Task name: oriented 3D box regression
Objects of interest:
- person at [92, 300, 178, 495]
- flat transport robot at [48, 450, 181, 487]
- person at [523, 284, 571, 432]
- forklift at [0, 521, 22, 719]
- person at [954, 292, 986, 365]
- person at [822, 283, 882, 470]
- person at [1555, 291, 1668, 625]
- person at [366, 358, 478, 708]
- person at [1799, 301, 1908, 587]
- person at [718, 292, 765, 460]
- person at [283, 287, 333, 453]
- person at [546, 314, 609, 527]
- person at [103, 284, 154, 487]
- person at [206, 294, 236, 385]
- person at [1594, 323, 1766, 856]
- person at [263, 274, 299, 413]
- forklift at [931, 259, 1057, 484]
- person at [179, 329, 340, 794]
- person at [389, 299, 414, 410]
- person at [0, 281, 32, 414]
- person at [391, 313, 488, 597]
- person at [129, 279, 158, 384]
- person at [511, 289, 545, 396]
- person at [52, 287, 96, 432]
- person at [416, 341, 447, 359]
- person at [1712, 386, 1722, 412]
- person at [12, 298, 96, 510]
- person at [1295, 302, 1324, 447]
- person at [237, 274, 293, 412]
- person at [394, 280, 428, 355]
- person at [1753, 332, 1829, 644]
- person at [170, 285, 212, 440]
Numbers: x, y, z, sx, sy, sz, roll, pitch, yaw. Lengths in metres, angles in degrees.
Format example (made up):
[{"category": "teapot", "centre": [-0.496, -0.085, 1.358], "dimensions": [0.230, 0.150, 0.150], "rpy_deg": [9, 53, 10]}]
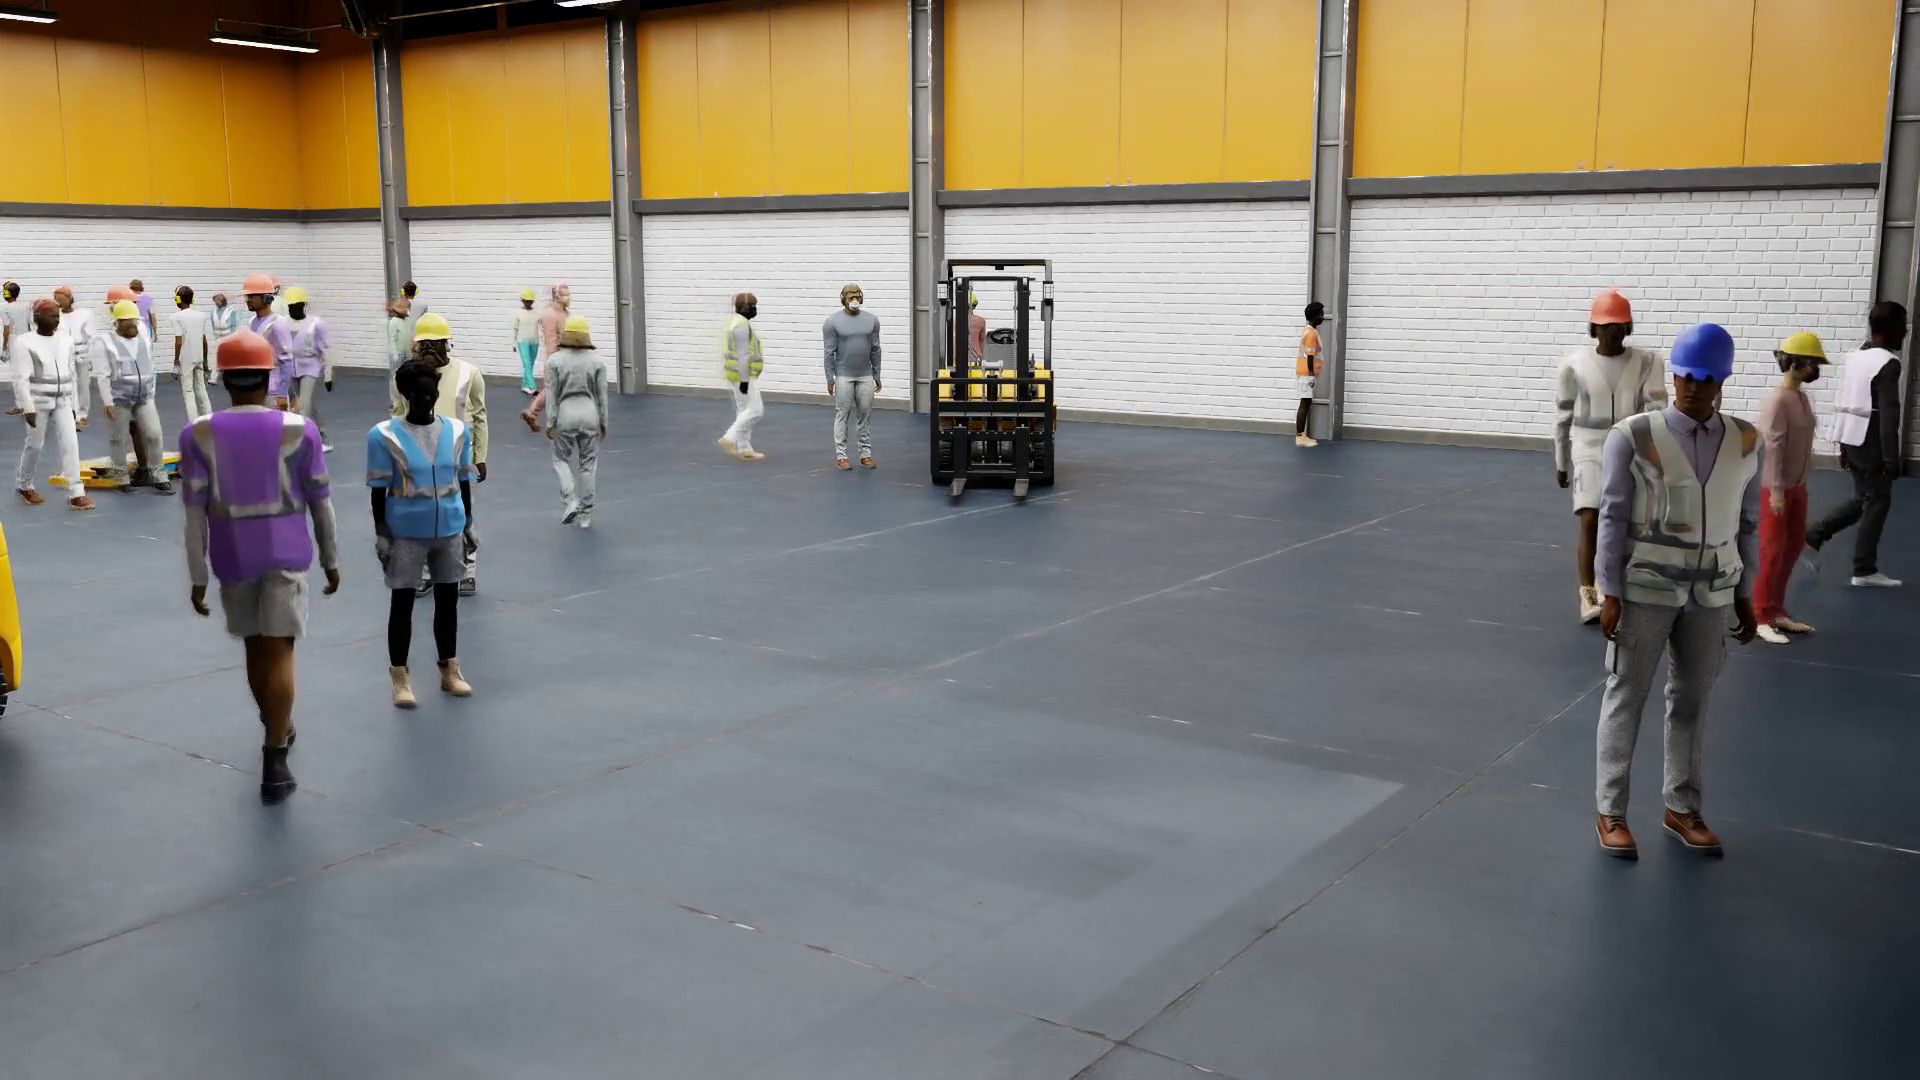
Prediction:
[{"category": "person", "centre": [-7.556, -1.285, 15.225], "dimensions": [0.766, 1.803, 0.600], "rpy_deg": [7, 12, 35]}, {"category": "flat transport robot", "centre": [-8.144, -0.712, 16.362], "dimensions": [0.652, 0.197, 1.431], "rpy_deg": [3, 10, 16]}, {"category": "person", "centre": [-5.070, -2.287, 20.950], "dimensions": [0.879, 1.877, 0.646], "rpy_deg": [2, 10, 14]}, {"category": "forklift", "centre": [-5.296, -0.090, 6.943], "dimensions": [1.214, 2.155, 2.313], "rpy_deg": [7, 12, 35]}, {"category": "person", "centre": [0.112, -2.363, 21.743], "dimensions": [0.533, 1.772, 0.296], "rpy_deg": [-8, 12, -38]}, {"category": "person", "centre": [-1.113, -1.689, 17.268], "dimensions": [0.630, 1.934, 0.363], "rpy_deg": [-4, 10, -24]}, {"category": "person", "centre": [3.912, -0.502, 10.054], "dimensions": [0.614, 1.985, 1.083], "rpy_deg": [2, 10, 12]}, {"category": "person", "centre": [-2.614, -0.041, 8.125], "dimensions": [0.540, 1.695, 0.317], "rpy_deg": [-8, 12, -40]}, {"category": "person", "centre": [5.972, -0.625, 11.013], "dimensions": [0.561, 1.899, 0.596], "rpy_deg": [2, 10, 9]}, {"category": "person", "centre": [-2.330, -1.753, 17.936], "dimensions": [0.438, 1.825, 0.638], "rpy_deg": [-2, 10, -13]}, {"category": "person", "centre": [-7.264, -1.831, 18.258], "dimensions": [0.592, 1.869, 1.031], "rpy_deg": [3, 10, 18]}, {"category": "person", "centre": [-3.103, -0.961, 13.487], "dimensions": [0.515, 1.730, 0.346], "rpy_deg": [-4, 10, -22]}, {"category": "person", "centre": [-7.960, -1.473, 15.942], "dimensions": [0.373, 1.934, 0.551], "rpy_deg": [-1, 10, -4]}, {"category": "person", "centre": [-12.860, -3.503, 29.095], "dimensions": [0.509, 1.584, 0.908], "rpy_deg": [1, 10, 8]}, {"category": "person", "centre": [2.604, 0.188, 6.038], "dimensions": [0.603, 1.942, 0.402], "rpy_deg": [0, 10, -3]}, {"category": "person", "centre": [-9.280, -2.616, 22.603], "dimensions": [0.519, 1.981, 0.640], "rpy_deg": [0, 10, 2]}, {"category": "forklift", "centre": [0.370, -1.738, 16.759], "dimensions": [1.214, 2.155, 2.313], "rpy_deg": [1, 10, 3]}, {"category": "person", "centre": [-2.910, 0.071, 6.932], "dimensions": [0.563, 1.883, 0.999], "rpy_deg": [-2, 10, -13]}, {"category": "person", "centre": [-7.973, -2.664, 23.975], "dimensions": [0.675, 1.605, 0.532], "rpy_deg": [3, 10, 16]}, {"category": "person", "centre": [-13.306, -2.699, 23.445], "dimensions": [0.328, 1.872, 0.514], "rpy_deg": [2, 10, 14]}, {"category": "person", "centre": [-3.349, -0.542, 10.706], "dimensions": [0.602, 1.830, 0.404], "rpy_deg": [-1, 10, -7]}, {"category": "person", "centre": [-14.266, -3.605, 28.936], "dimensions": [0.564, 1.840, 0.382], "rpy_deg": [-2, 10, -14]}, {"category": "person", "centre": [-6.911, -3.167, 26.714], "dimensions": [0.538, 1.697, 0.943], "rpy_deg": [-6, 11, -33]}, {"category": "person", "centre": [-11.362, -2.318, 21.302], "dimensions": [0.568, 1.835, 1.006], "rpy_deg": [-4, 11, -25]}, {"category": "person", "centre": [-4.033, -0.788, 12.766], "dimensions": [0.372, 1.625, 0.549], "rpy_deg": [-3, 10, -18]}, {"category": "person", "centre": [6.120, -0.942, 13.684], "dimensions": [0.283, 1.633, 0.497], "rpy_deg": [1, 10, 8]}, {"category": "person", "centre": [-7.998, -1.188, 14.532], "dimensions": [0.951, 1.843, 0.592], "rpy_deg": [5, 11, 29]}, {"category": "person", "centre": [4.073, -1.928, 19.395], "dimensions": [0.321, 1.691, 0.532], "rpy_deg": [2, 10, 10]}, {"category": "person", "centre": [-6.231, -1.357, 14.940], "dimensions": [0.614, 2.043, 0.374], "rpy_deg": [8, 12, 38]}, {"category": "person", "centre": [-8.198, -2.941, 24.886], "dimensions": [0.520, 1.873, 0.335], "rpy_deg": [-5, 11, -26]}, {"category": "person", "centre": [4.696, -0.290, 9.477], "dimensions": [0.563, 1.749, 0.313], "rpy_deg": [-9, 13, -42]}, {"category": "person", "centre": [-9.277, -2.126, 20.036], "dimensions": [0.309, 1.868, 0.535], "rpy_deg": [4, 10, 21]}]
